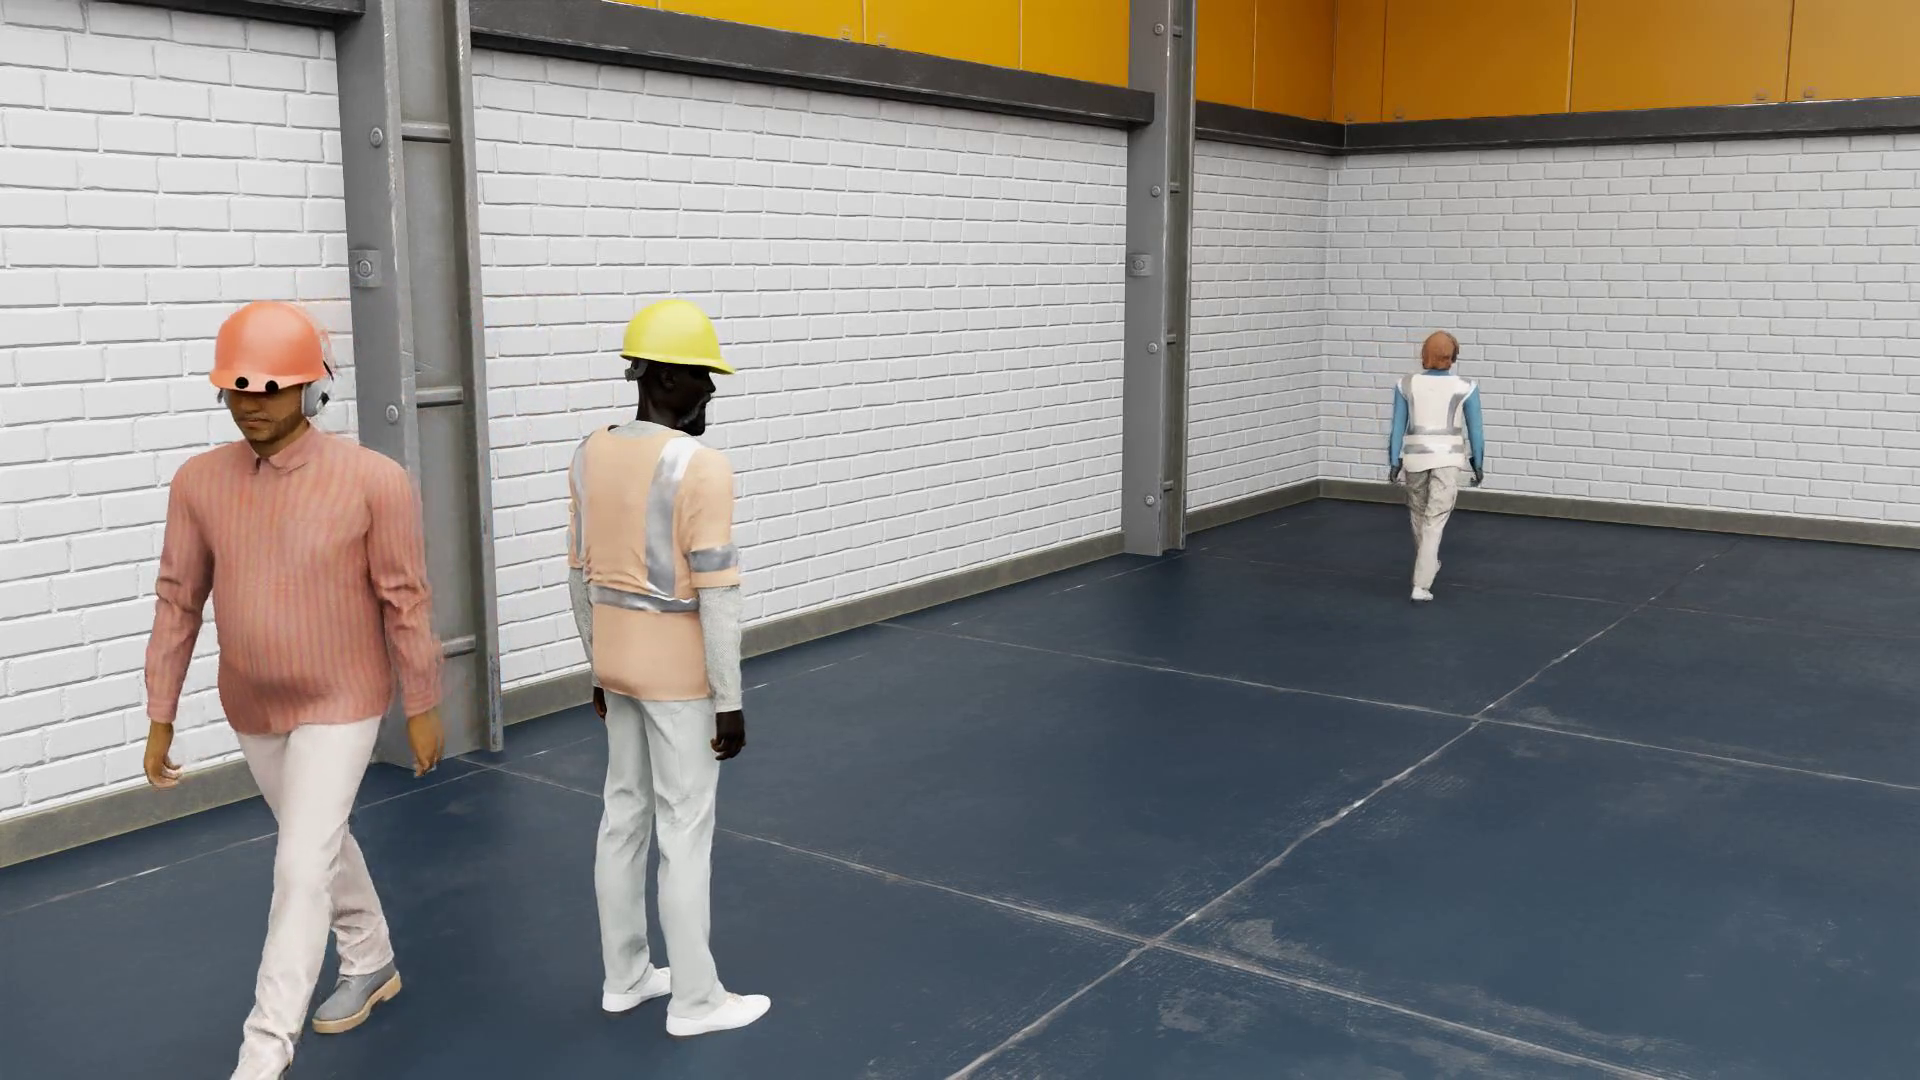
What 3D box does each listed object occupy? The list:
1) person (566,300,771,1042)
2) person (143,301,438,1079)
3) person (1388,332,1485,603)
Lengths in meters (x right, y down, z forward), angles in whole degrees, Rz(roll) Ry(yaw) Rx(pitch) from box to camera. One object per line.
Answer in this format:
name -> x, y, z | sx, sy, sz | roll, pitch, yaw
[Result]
person -> -0.770, 0.340, 4.369 | 0.590, 1.920, 0.386 | 8, 12, 40
person -> -1.646, 0.399, 4.010 | 0.657, 1.922, 1.075 | 2, 10, 9
person -> 2.881, -0.448, 10.021 | 0.532, 1.587, 0.875 | 6, 11, 31
